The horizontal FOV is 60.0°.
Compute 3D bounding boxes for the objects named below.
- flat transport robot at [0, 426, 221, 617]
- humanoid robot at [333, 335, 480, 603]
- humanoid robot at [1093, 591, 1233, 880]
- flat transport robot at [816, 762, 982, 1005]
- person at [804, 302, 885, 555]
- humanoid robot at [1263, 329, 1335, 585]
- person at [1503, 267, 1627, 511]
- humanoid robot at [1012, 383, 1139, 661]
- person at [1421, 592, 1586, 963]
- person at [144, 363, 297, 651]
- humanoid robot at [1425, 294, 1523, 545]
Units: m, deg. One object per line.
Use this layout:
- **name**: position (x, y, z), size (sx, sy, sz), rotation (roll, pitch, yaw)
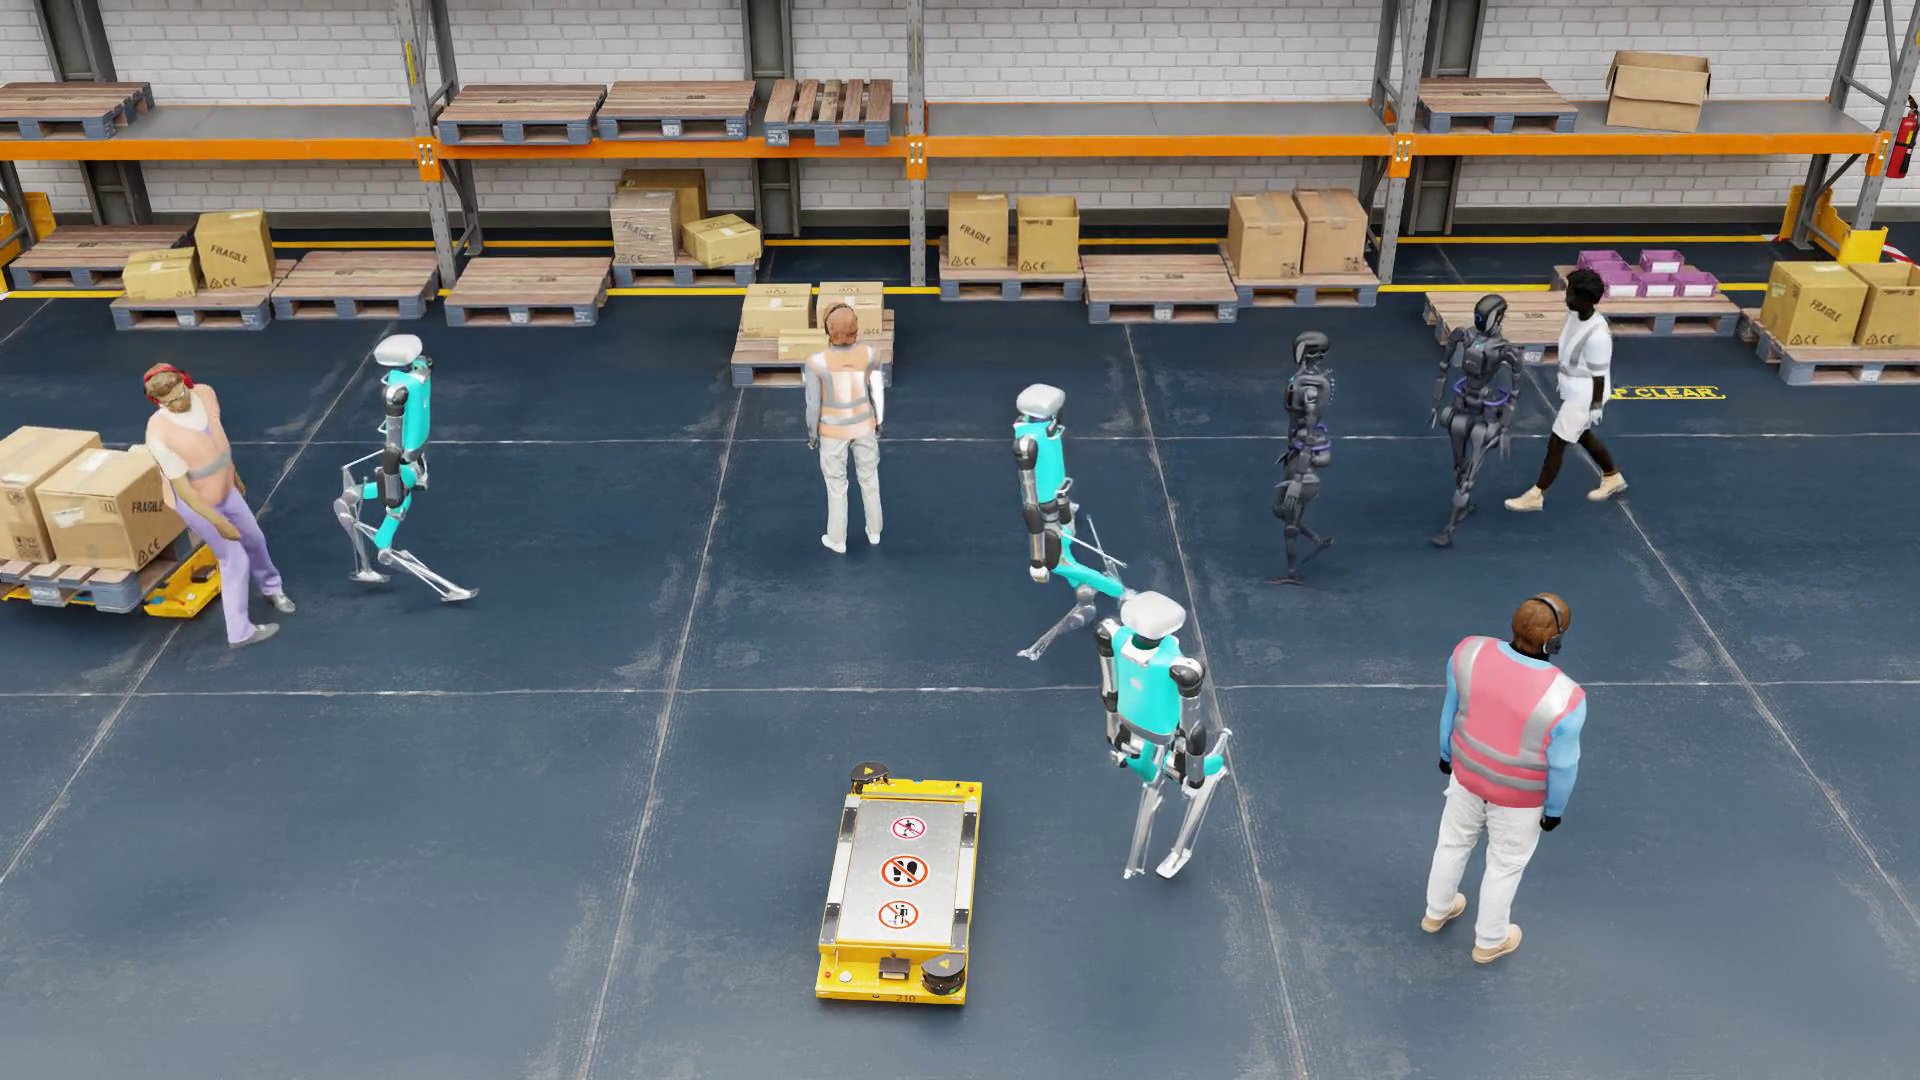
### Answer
- **flat transport robot**: position (-5.161, 0.170, 10.128), size (1.431, 0.231, 0.659), rotation (5, 31, 8)
- **humanoid robot**: position (-3.395, -0.363, 9.634), size (1.048, 1.738, 0.535), rotation (2, 31, 4)
- **humanoid robot**: position (0.983, 0.909, 7.502), size (0.536, 1.781, 0.843), rotation (25, 39, 35)
- **flat transport robot**: position (-0.258, 1.576, 7.787), size (0.659, 0.231, 1.431), rotation (2, 31, 3)
- **person**: position (-0.698, -0.674, 10.198), size (0.514, 1.639, 0.313), rotation (-13, 33, -20)
- **humanoid robot**: position (2.064, -0.463, 9.819), size (0.419, 1.648, 0.595), rotation (3, 31, 4)
- **person**: position (4.028, -0.955, 10.653), size (0.803, 1.650, 0.541), rotation (0, 31, 0)
- **humanoid robot**: position (0.741, 0.047, 8.969), size (1.011, 1.779, 0.530), rotation (10, 33, 17)
- **person**: position (2.349, 1.023, 7.196), size (0.431, 1.838, 0.629), rotation (-26, 39, -36)
- **person**: position (-4.184, -0.227, 9.308), size (0.447, 1.797, 0.651), rotation (2, 31, 3)
- **humanoid robot**: position (3.159, -0.763, 10.334), size (0.731, 1.630, 0.611), rotation (-25, 39, -35)
